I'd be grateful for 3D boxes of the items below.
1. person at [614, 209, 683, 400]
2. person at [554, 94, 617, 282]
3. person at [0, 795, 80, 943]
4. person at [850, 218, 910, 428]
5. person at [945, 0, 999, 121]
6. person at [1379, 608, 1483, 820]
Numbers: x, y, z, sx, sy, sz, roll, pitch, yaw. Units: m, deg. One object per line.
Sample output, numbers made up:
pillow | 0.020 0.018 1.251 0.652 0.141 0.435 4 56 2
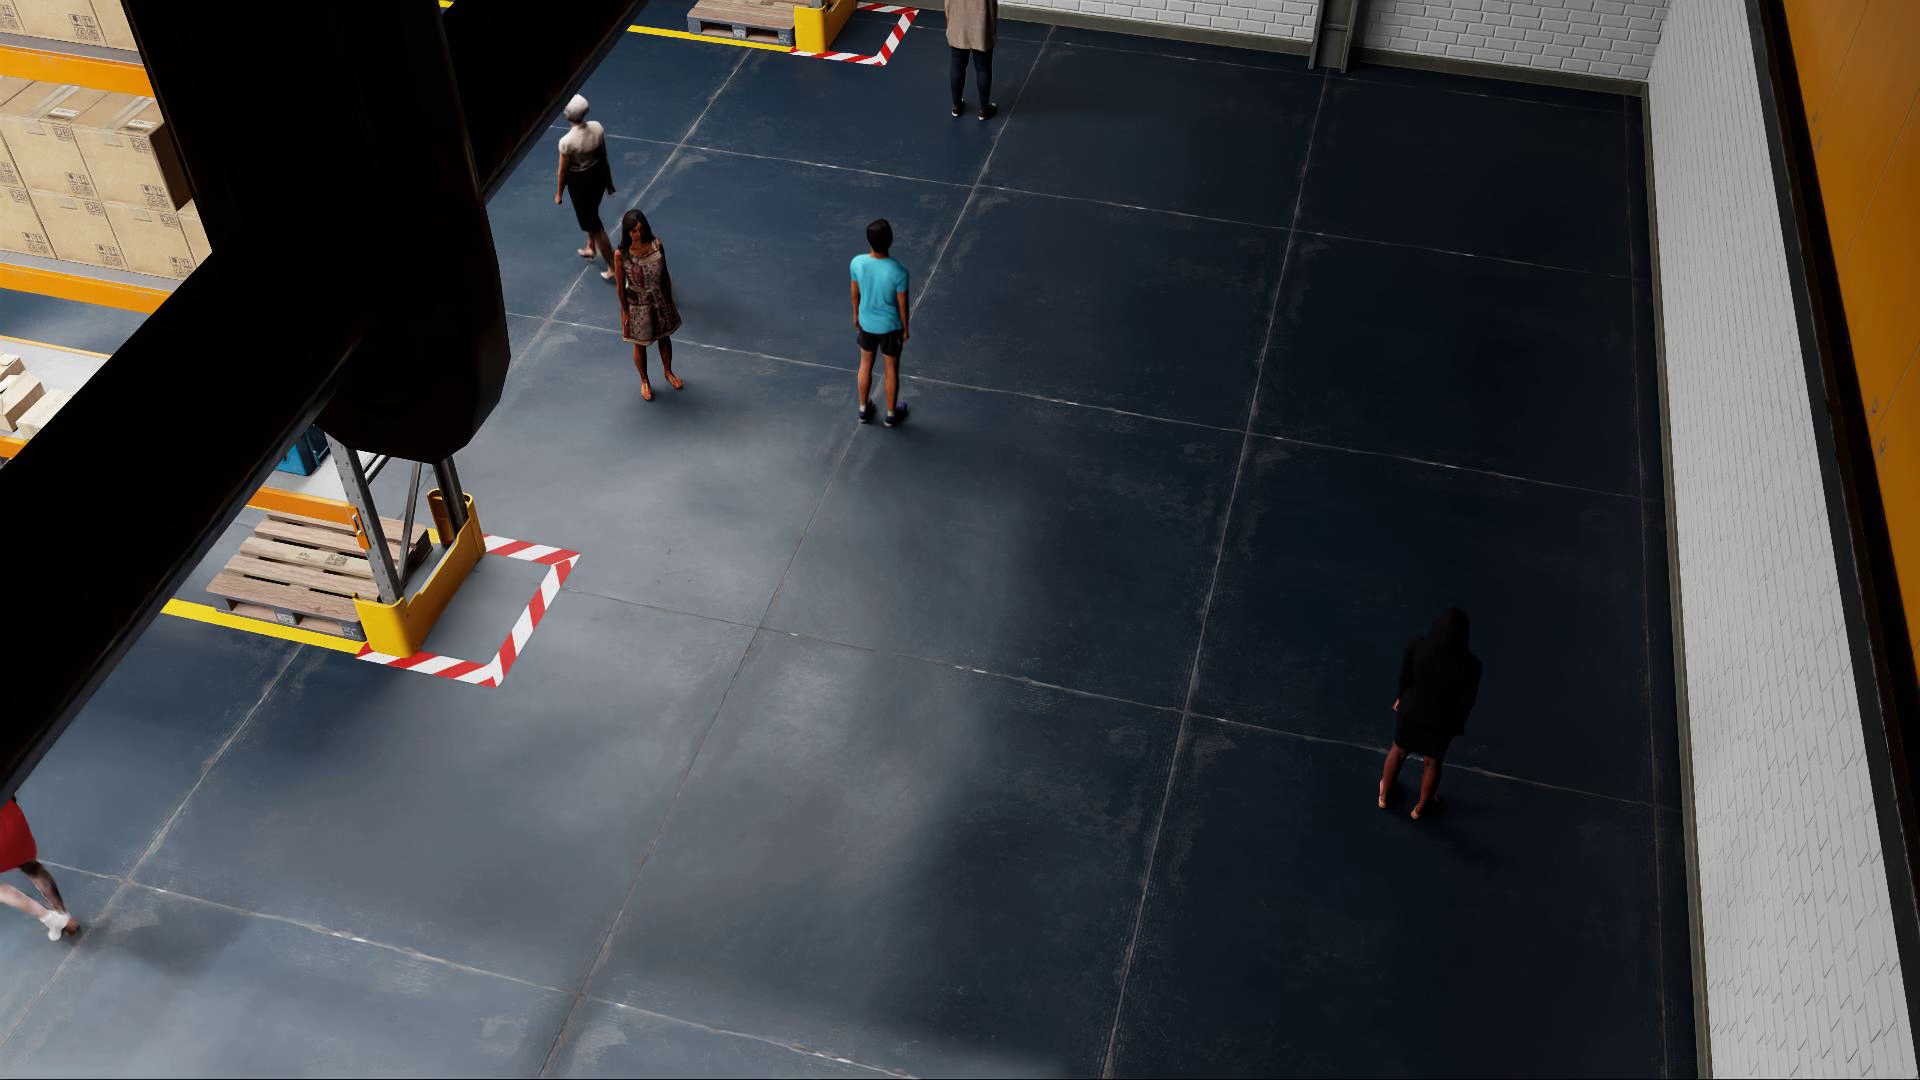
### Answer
person | -2.457 -1.873 13.049 0.712 1.645 0.766 -23 48 -22
person | -3.078 -2.928 14.091 0.930 1.735 0.762 22 48 22
person | -5.246 1.680 9.198 0.621 1.813 0.606 10 45 11
person | -0.615 -1.636 12.712 0.469 1.766 0.666 11 45 11
person | 0.101 -5.002 16.158 0.606 1.888 0.744 13 45 13
person | 2.802 1.032 9.943 0.535 1.722 0.721 21 48 21
